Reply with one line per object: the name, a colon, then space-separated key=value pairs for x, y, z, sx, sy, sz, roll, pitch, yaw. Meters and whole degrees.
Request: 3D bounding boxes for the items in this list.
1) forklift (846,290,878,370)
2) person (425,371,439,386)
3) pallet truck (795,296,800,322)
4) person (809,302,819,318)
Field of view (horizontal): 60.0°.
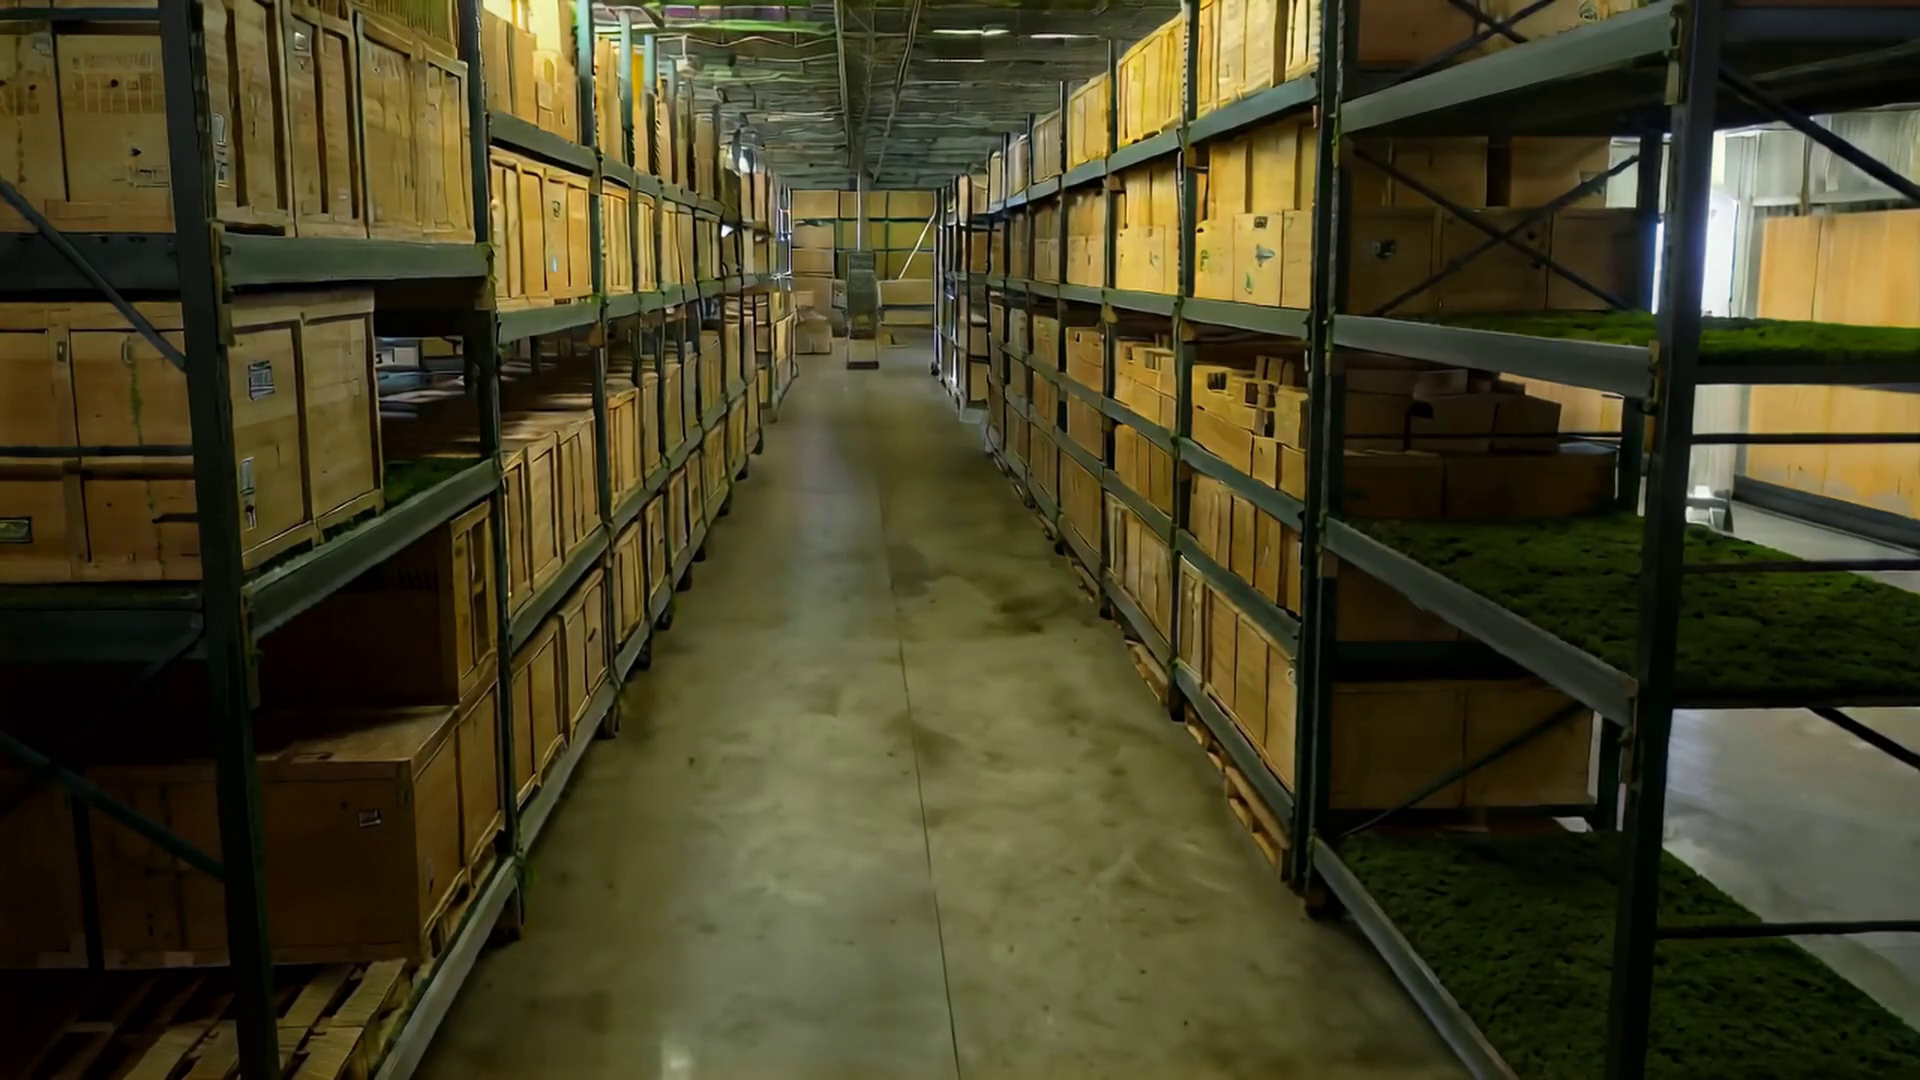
forklift: x=-3.483 y=-7.479 z=59.142 sx=1.129 sy=2.768 sz=1.873 roll=-1 pitch=10 yaw=-4
person: x=-10.847 y=-2.701 z=34.023 sx=0.675 sy=1.738 sz=0.526 roll=0 pitch=10 yaw=-2
pallet truck: x=-8.622 y=-12.439 z=91.403 sx=1.885 sy=1.965 sz=0.823 roll=2 pitch=10 yaw=13
person: x=-7.268 y=-10.848 z=82.240 sx=1.025 sy=1.900 sz=0.626 roll=3 pitch=10 yaw=16
